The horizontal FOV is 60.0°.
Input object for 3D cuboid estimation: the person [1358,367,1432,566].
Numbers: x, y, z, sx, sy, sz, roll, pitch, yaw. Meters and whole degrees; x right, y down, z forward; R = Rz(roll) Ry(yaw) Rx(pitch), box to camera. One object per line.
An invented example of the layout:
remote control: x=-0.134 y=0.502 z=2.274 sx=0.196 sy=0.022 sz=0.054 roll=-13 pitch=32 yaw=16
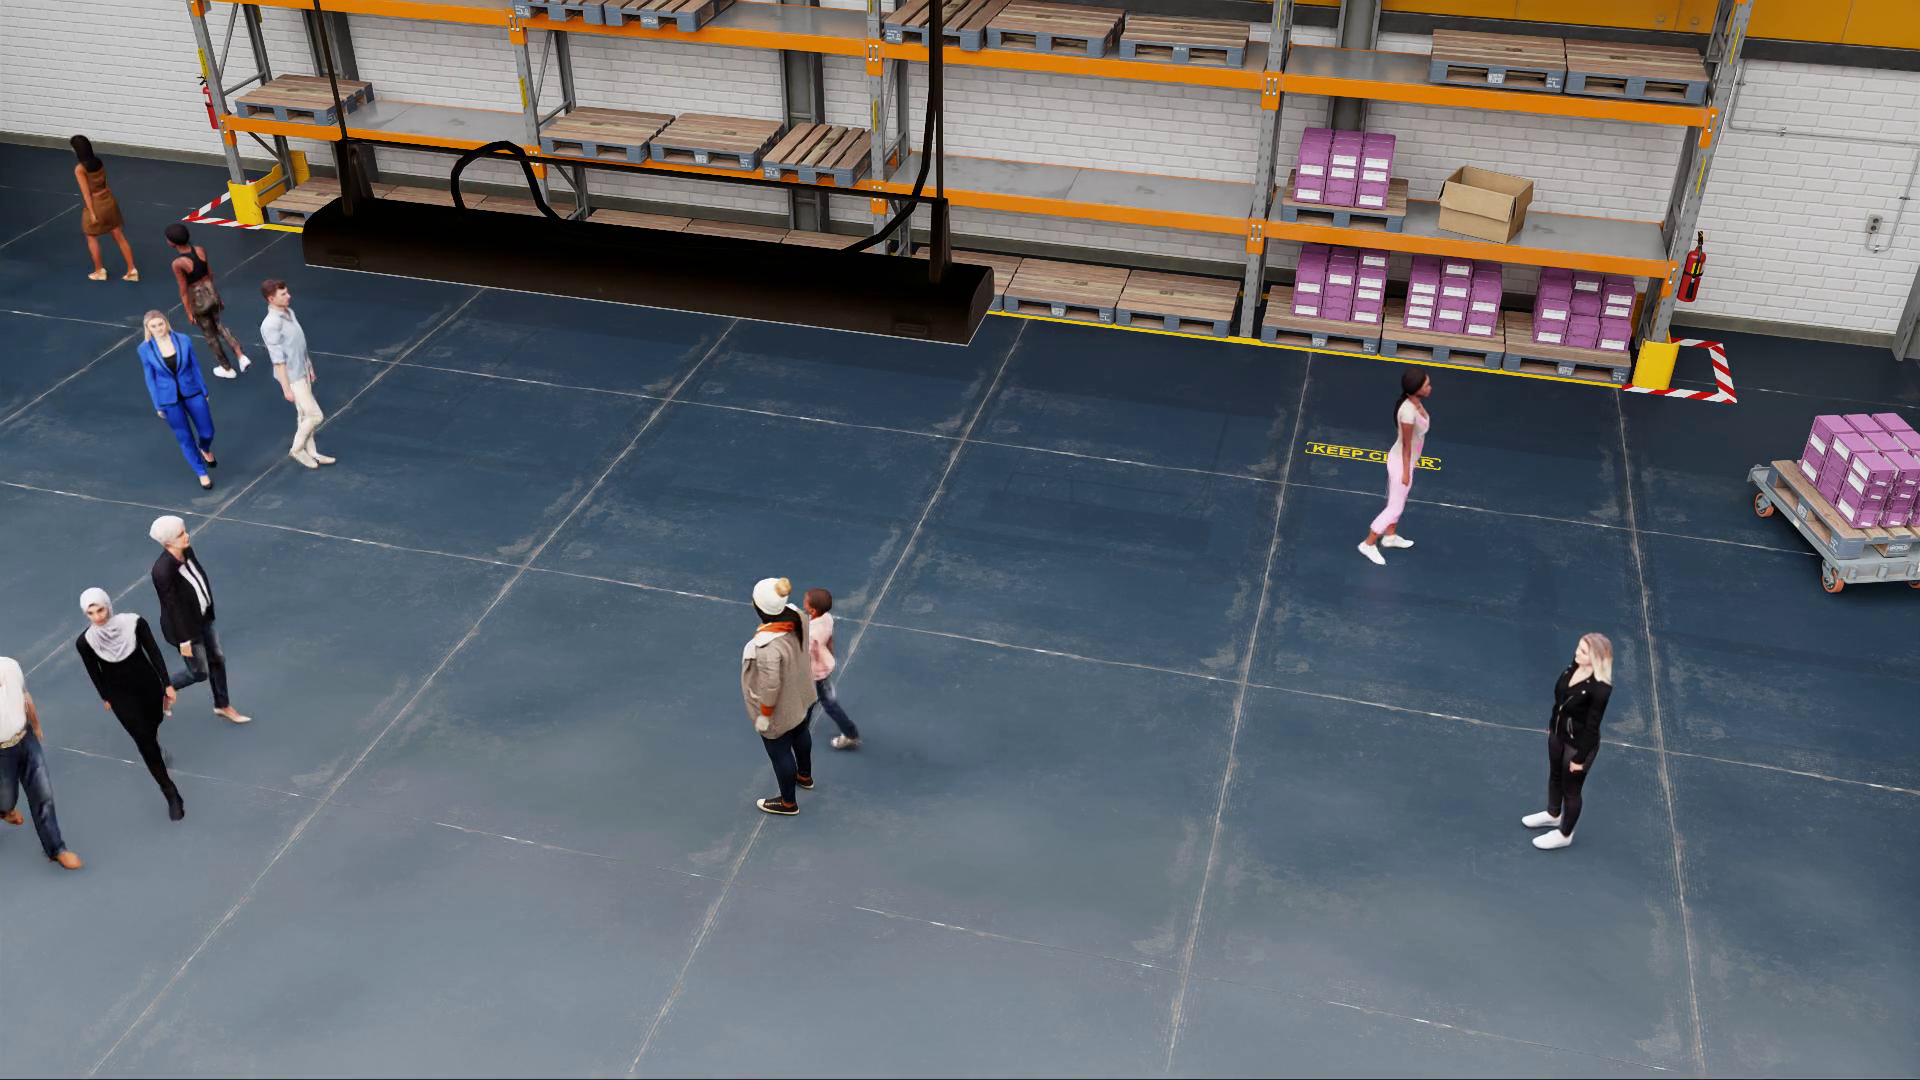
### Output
person: x=3.610 y=-0.630 z=13.612 sx=0.662 sy=1.745 sz=0.597 roll=7 pitch=34 yaw=11

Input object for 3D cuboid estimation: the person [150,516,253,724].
person: x=-5.526 y=0.632 z=11.712 sx=0.899 sy=1.761 sz=0.798 roll=4 pitch=34 yaw=6

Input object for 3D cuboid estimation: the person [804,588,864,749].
person: x=-0.936 y=0.923 z=11.687 sx=0.887 sy=1.289 sz=0.524 roll=10 pitch=35 yaw=15

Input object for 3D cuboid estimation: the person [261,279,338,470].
person: x=-6.001 y=-1.459 z=14.772 sx=0.744 sy=1.842 sz=0.746 roll=0 pitch=34 yaw=-1

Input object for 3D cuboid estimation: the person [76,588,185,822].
person: x=-5.563 y=0.998 z=11.175 sx=1.100 sy=1.732 sz=1.243 roll=-23 pitch=40 yaw=-30

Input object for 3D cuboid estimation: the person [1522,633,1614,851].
person: x=3.992 y=1.295 z=10.771 sx=0.678 sy=1.684 sz=0.677 roll=-6 pitch=34 yaw=-9

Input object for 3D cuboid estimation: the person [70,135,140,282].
person: x=-9.284 y=-3.578 z=18.116 sx=0.786 sy=1.669 sz=0.613 roll=7 pitch=34 yaw=10

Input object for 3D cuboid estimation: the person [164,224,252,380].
person: x=-7.273 y=-2.263 z=16.134 sx=0.789 sy=1.674 sz=0.673 roll=17 pitch=37 yaw=24

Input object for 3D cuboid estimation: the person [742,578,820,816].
person: x=-1.174 y=1.000 z=11.028 sx=0.671 sy=1.890 sz=0.693 roll=11 pitch=35 yaw=16

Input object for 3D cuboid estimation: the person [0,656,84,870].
person: x=-6.157 y=1.311 z=10.621 sx=1.154 sy=1.823 sz=0.859 roll=15 pitch=36 yaw=21

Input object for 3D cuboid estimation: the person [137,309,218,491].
person: x=-6.868 y=-1.261 z=14.612 sx=0.816 sy=1.690 sz=0.877 roll=-20 pitch=38 yaw=-27
